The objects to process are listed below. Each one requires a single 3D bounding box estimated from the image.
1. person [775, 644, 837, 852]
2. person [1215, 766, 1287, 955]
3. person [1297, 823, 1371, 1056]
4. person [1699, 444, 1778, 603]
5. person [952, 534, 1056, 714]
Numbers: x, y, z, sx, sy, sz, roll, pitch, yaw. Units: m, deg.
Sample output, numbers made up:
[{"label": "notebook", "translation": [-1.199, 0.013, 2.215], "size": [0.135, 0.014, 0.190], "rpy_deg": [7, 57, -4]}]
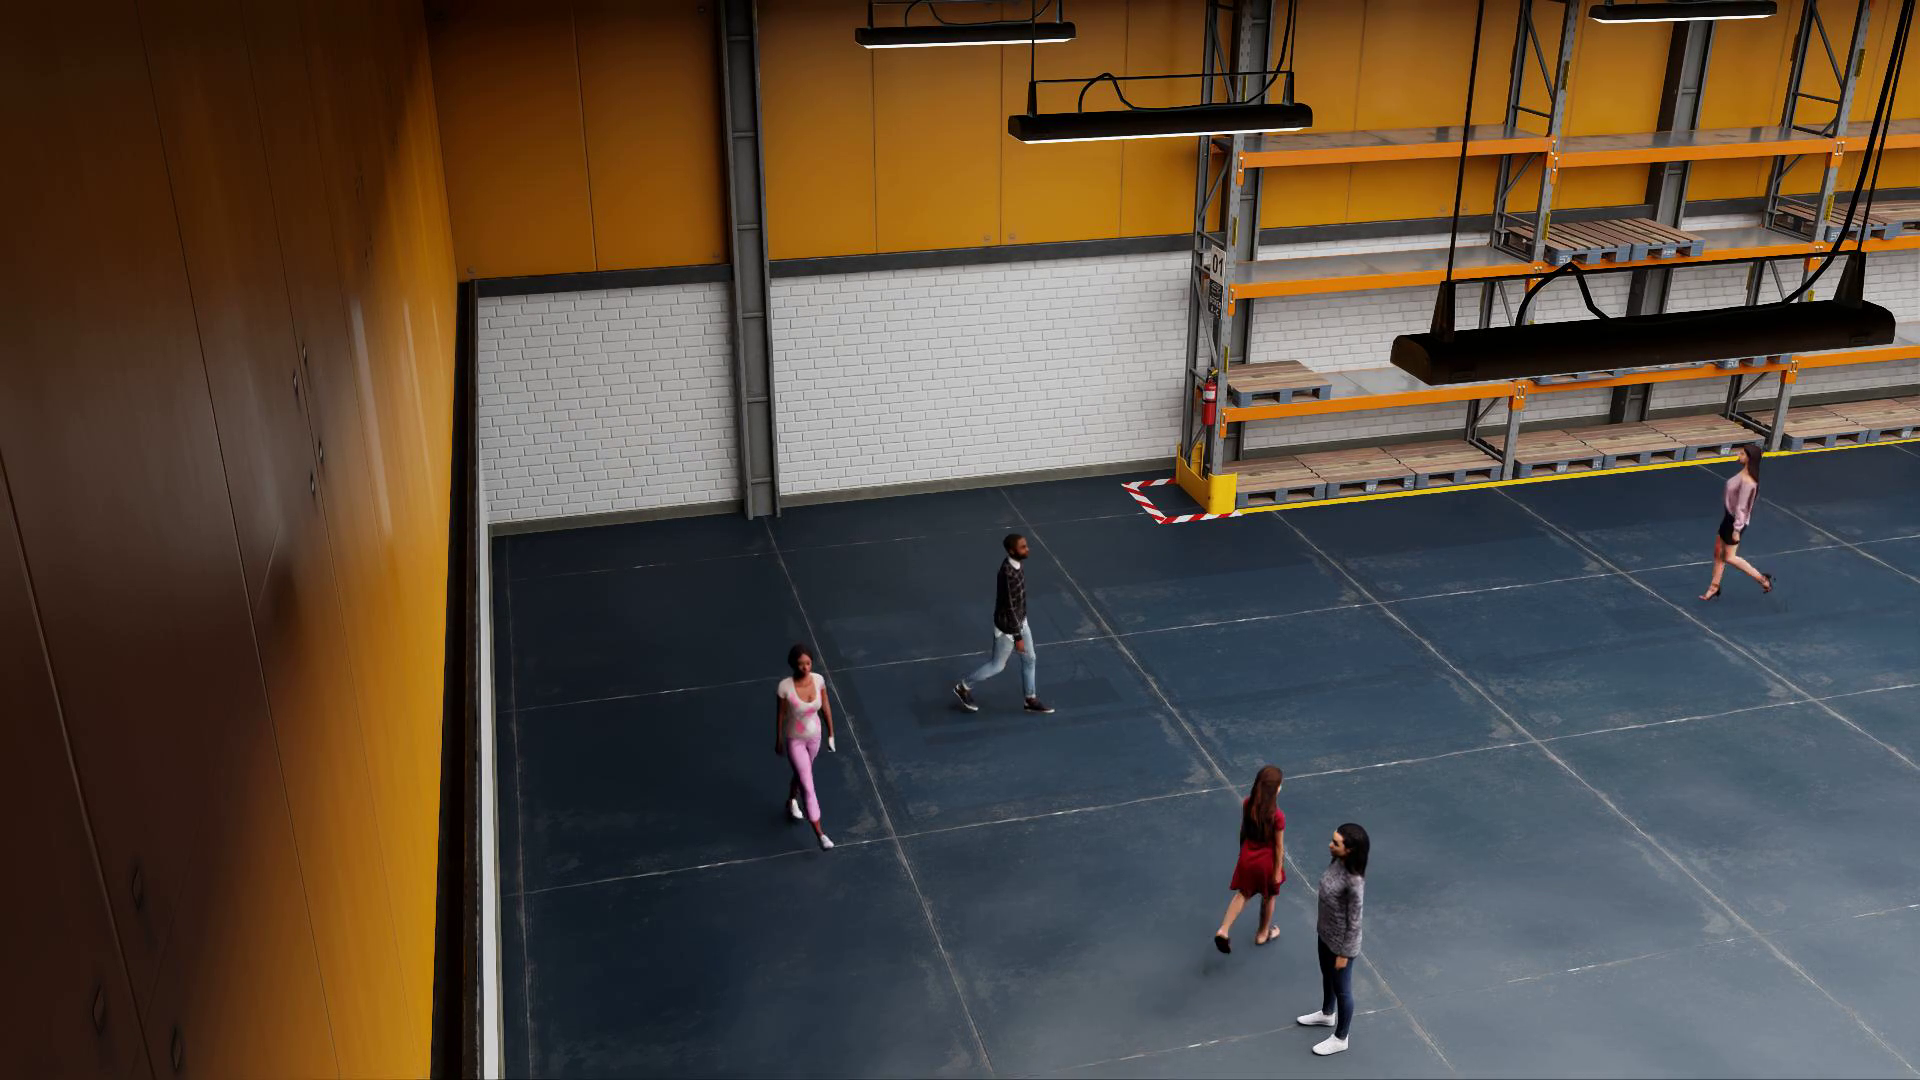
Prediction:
[{"label": "person", "translation": [-1.305, 1.621, 13.539], "size": [1.161, 1.690, 0.896], "rpy_deg": [-14, 27, -29]}, {"label": "person", "translation": [2.134, 2.349, 12.067], "size": [0.978, 1.534, 0.810], "rpy_deg": [-22, 32, -40]}, {"label": "person", "translation": [2.543, 2.641, 11.151], "size": [0.549, 1.733, 0.629], "rpy_deg": [-3, 24, -8]}, {"label": "person", "translation": [8.208, -0.133, 17.419], "size": [1.052, 1.797, 0.940], "rpy_deg": [9, 25, 20]}, {"label": "person", "translation": [0.363, 0.795, 15.308], "size": [1.296, 1.786, 1.082], "rpy_deg": [7, 25, 16]}]
